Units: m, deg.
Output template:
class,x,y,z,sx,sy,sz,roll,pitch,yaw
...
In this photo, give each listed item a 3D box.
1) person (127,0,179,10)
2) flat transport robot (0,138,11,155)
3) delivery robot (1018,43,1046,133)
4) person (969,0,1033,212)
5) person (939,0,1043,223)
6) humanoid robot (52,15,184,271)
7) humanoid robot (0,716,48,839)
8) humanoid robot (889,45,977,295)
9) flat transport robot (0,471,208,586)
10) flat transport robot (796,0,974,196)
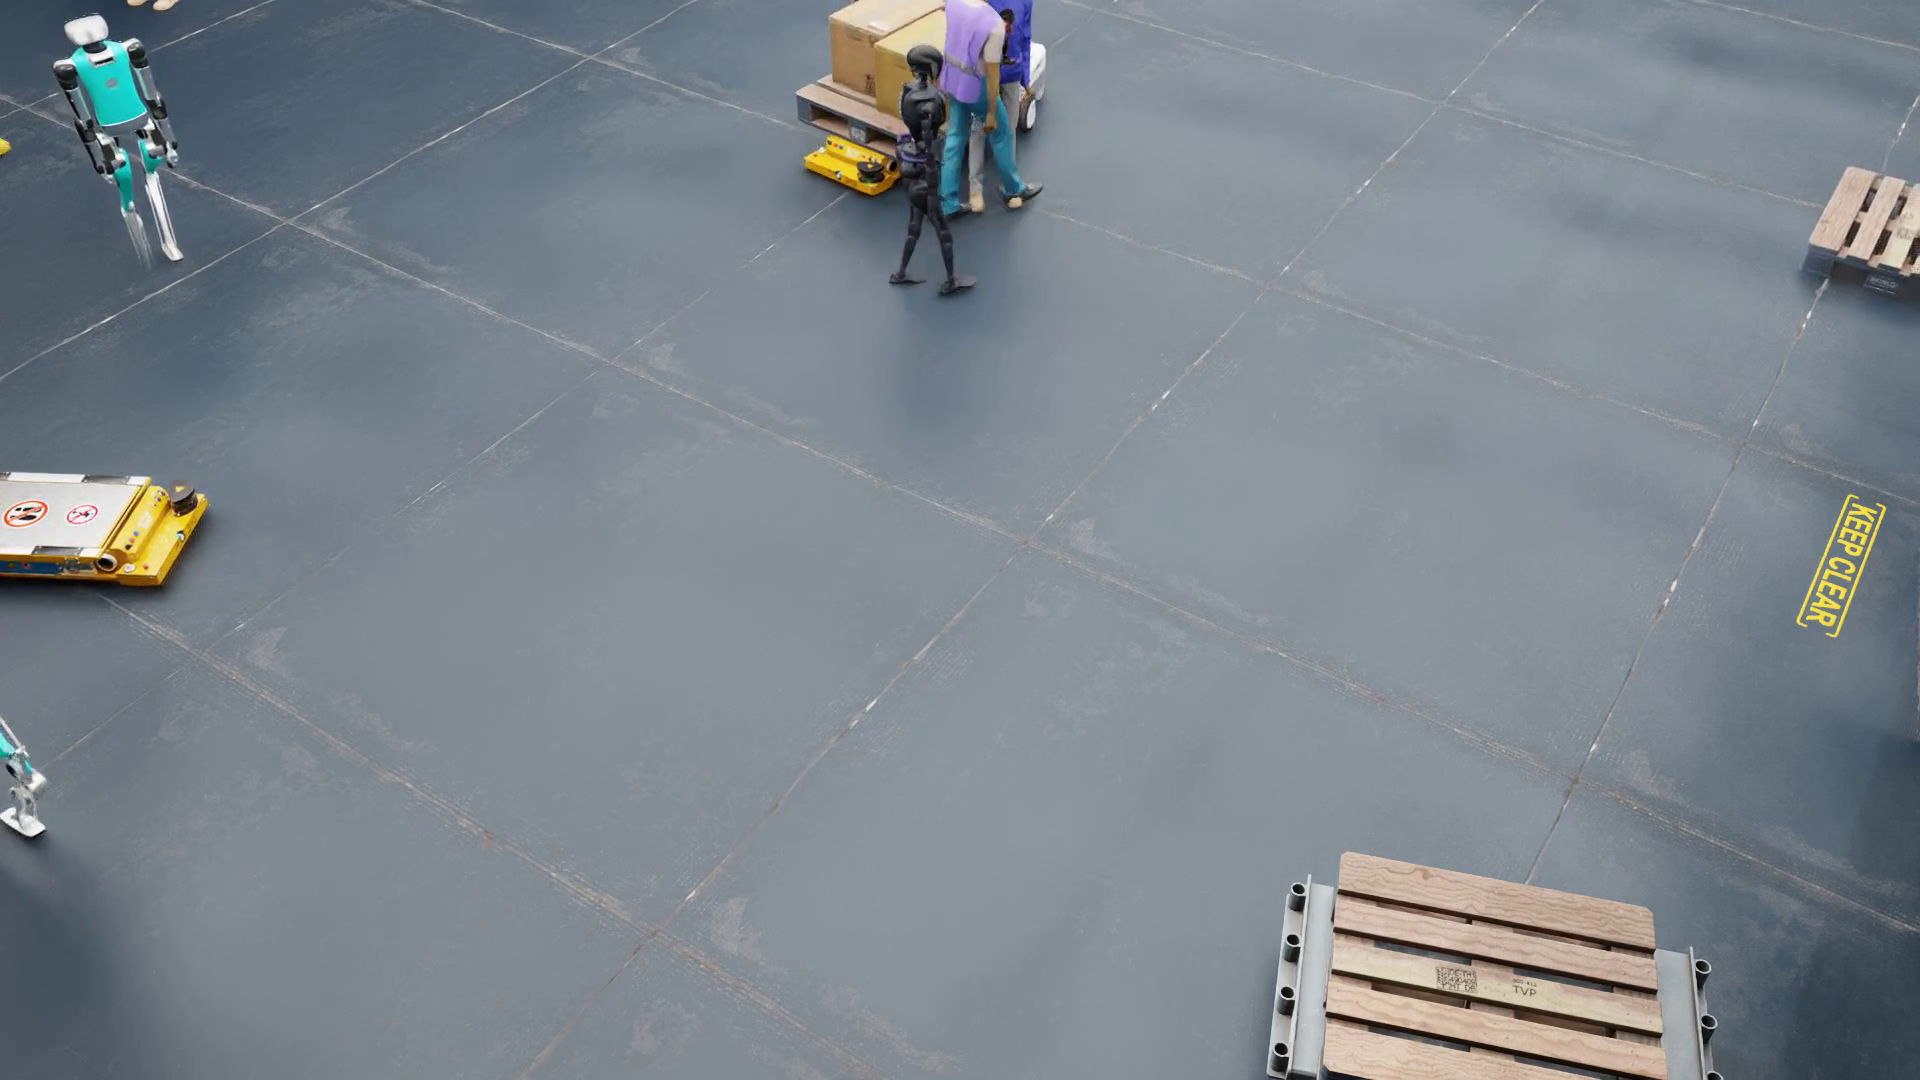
class,x,y,z,sx,sy,sz,roll,pitch,yaw
person,-6.773,-5.172,13.459,0.493,1.742,0.302,15,44,16
flat transport robot,-7.567,-2.639,11.732,0.659,0.231,1.431,27,48,27
delivery robot,0.374,-3.403,12.387,0.499,0.614,0.815,14,44,15
person,0.254,-3.052,10.994,0.468,1.871,0.357,-10,43,-11
person,0.179,-2.986,10.959,0.797,1.811,0.583,-30,50,-29
humanoid robot,-5.264,-2.472,10.501,0.539,1.869,0.736,-28,49,-28
humanoid robot,-4.183,0.731,6.817,0.678,1.746,0.537,31,50,30
humanoid robot,-0.184,-2.303,10.317,0.567,1.644,0.589,-6,42,-7
flat transport robot,-4.847,-0.062,8.849,1.431,0.231,0.659,2,42,2
flat transport robot,-0.413,-2.954,12.085,0.659,0.231,1.431,28,49,28
